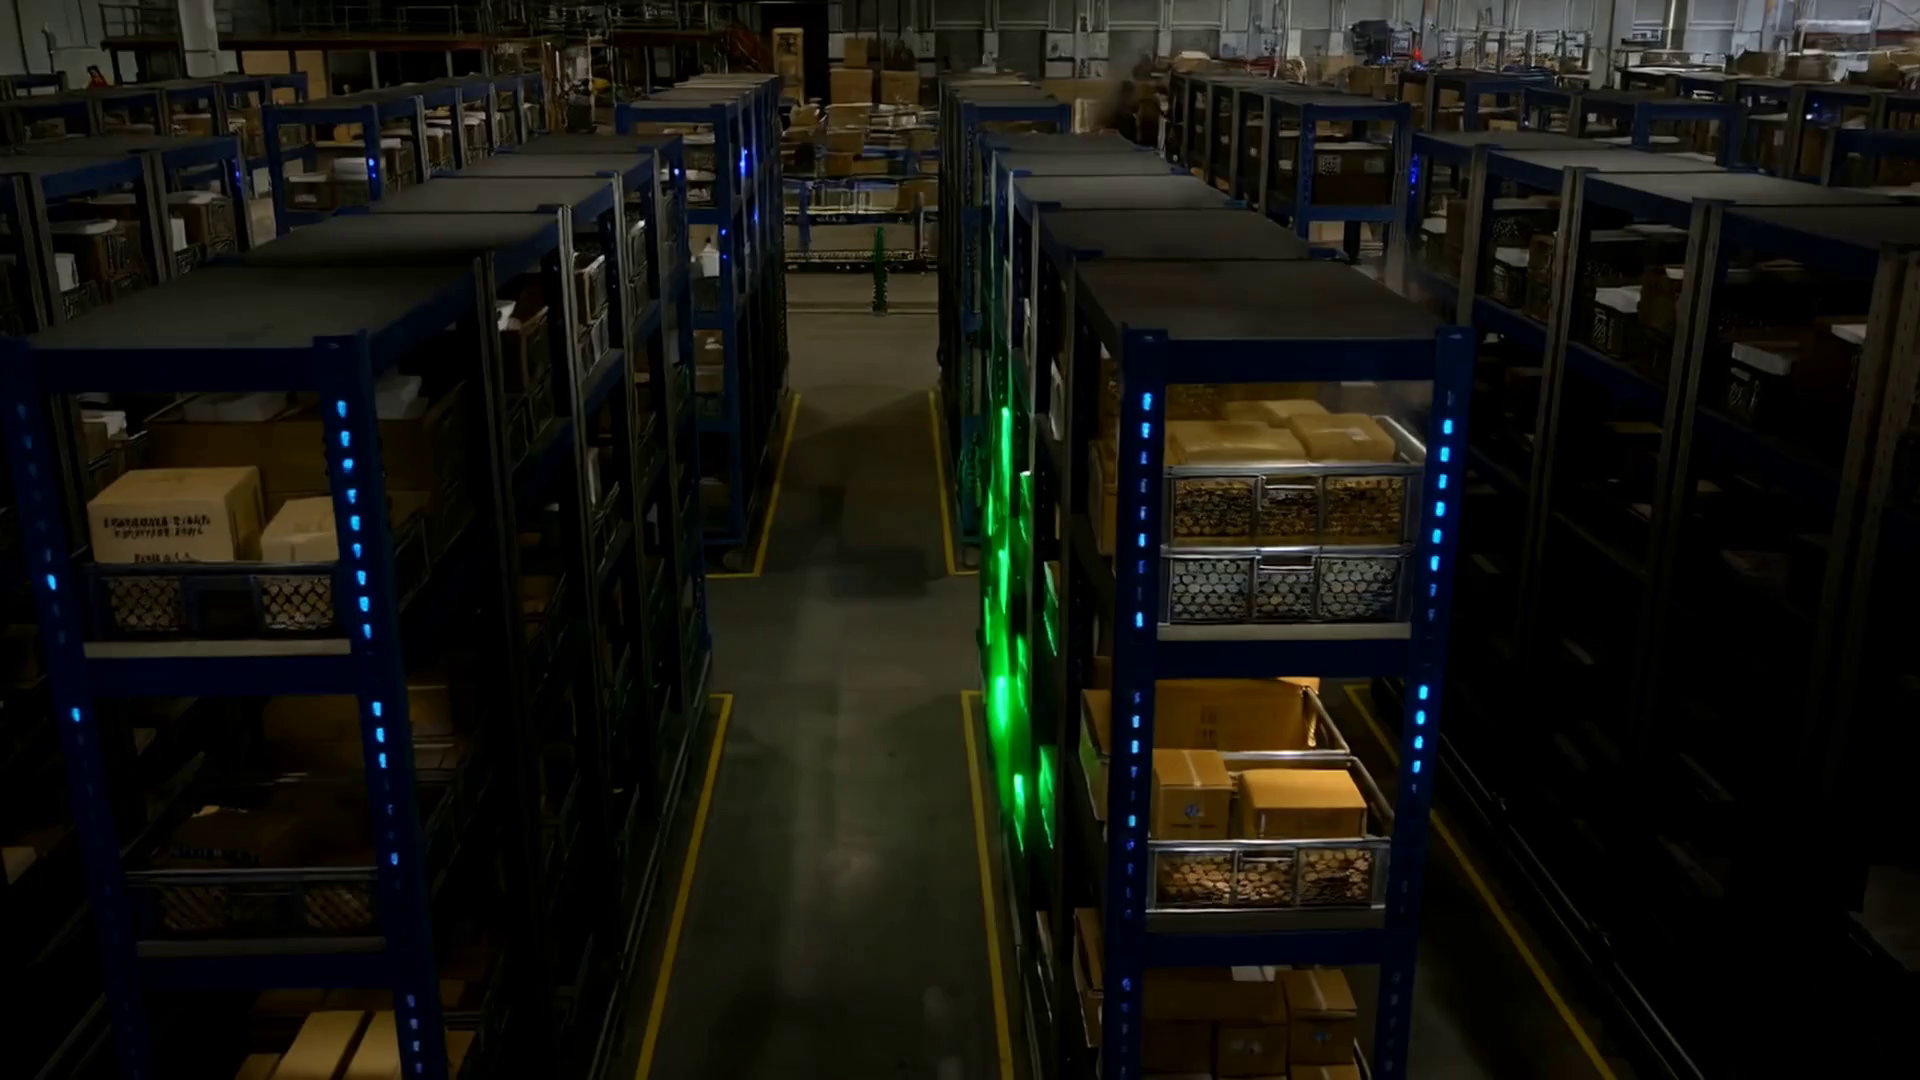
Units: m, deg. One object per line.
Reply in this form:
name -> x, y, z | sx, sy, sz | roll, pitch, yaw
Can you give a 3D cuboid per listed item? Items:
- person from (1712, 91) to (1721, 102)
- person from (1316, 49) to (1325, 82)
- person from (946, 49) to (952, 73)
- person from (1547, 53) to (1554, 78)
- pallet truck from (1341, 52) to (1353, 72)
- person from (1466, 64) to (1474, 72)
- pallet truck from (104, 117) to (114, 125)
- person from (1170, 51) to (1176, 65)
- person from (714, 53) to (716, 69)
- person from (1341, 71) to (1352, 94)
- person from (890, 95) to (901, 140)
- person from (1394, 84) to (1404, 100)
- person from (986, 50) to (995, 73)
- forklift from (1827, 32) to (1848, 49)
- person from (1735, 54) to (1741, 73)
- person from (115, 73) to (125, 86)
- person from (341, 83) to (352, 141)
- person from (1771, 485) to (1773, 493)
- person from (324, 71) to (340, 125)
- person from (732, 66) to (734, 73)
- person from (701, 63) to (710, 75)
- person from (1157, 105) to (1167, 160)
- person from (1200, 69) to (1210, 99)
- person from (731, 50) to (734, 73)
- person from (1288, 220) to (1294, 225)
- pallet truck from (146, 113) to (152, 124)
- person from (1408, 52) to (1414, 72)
person -> 22.886, -12.773, 50.310 | 0.366, 1.931, 0.542 | -1, 18, -2
person -> 18.859, -24.644, 86.952 | 0.387, 1.989, 0.608 | -1, 18, -2
person -> -0.564, -24.612, 86.844 | 0.377, 1.995, 0.608 | -1, 18, -2
person -> 31.253, -24.883, 88.085 | 0.295, 1.744, 0.484 | -1, 18, -2
pallet truck -> 18.794, -23.123, 82.231 | 0.823, 1.965, 1.885 | -13, 22, -35
person -> 26.698, -24.589, 87.120 | 1.005, 1.777, 0.543 | 5, 19, 16
pallet truck -> -18.367, -7.885, 35.078 | 1.885, 1.965, 0.823 | 1, 18, 2
person -> 11.252, -24.614, 87.070 | 1.030, 1.869, 0.570 | 7, 19, 22
person -> -13.503, -25.856, 91.171 | 0.319, 1.696, 0.532 | -1, 18, -2
person -> 13.978, -15.973, 60.208 | 0.373, 1.936, 0.629 | -1, 18, -2
person -> -1.844, -11.840, 47.699 | 0.320, 1.763, 0.522 | -1, 18, -2
person -> 17.203, -17.455, 65.175 | 0.319, 1.696, 0.532 | -1, 18, -2
person -> 1.767, -26.431, 92.791 | 0.926, 1.800, 0.648 | 15, 23, 39
forklift -> 46.023, -25.321, 87.619 | 1.129, 2.768, 1.873 | -1, 18, -2
person -> 37.328, -22.327, 79.863 | 0.373, 1.940, 0.629 | -1, 18, -2
person -> -29.711, -15.597, 59.055 | 0.366, 1.927, 0.585 | -1, 18, -2
person -> -19.321, -13.470, 52.546 | 0.356, 1.883, 0.573 | -1, 18, -2
person -> 5.952, -0.262, 11.740 | 0.390, 1.839, 0.564 | -1, 18, -2
person -> -22.940, -16.132, 60.707 | 0.366, 1.931, 0.542 | -1, 18, -2
person -> -11.821, -24.627, 87.302 | 0.870, 1.723, 0.553 | -9, 20, -27
person -> -9.859, -17.460, 64.636 | 0.374, 2.044, 0.606 | -1, 18, -2
person -> 5.089, -9.921, 41.594 | 0.329, 1.865, 0.508 | -1, 18, -2
person -> 8.851, -16.083, 60.378 | 0.988, 2.000, 0.708 | 3, 18, 10
person -> -12.733, -26.731, 93.504 | 0.366, 1.931, 0.542 | -1, 18, -2
person -> 3.812, -2.768, 19.390 | 0.409, 1.909, 0.640 | -1, 18, -2
pallet truck -> -18.087, -8.309, 36.390 | 1.885, 1.965, 0.823 | -1, 18, -4
person -> 23.247, -24.187, 85.729 | 0.329, 1.872, 0.508 | -1, 18, -2
